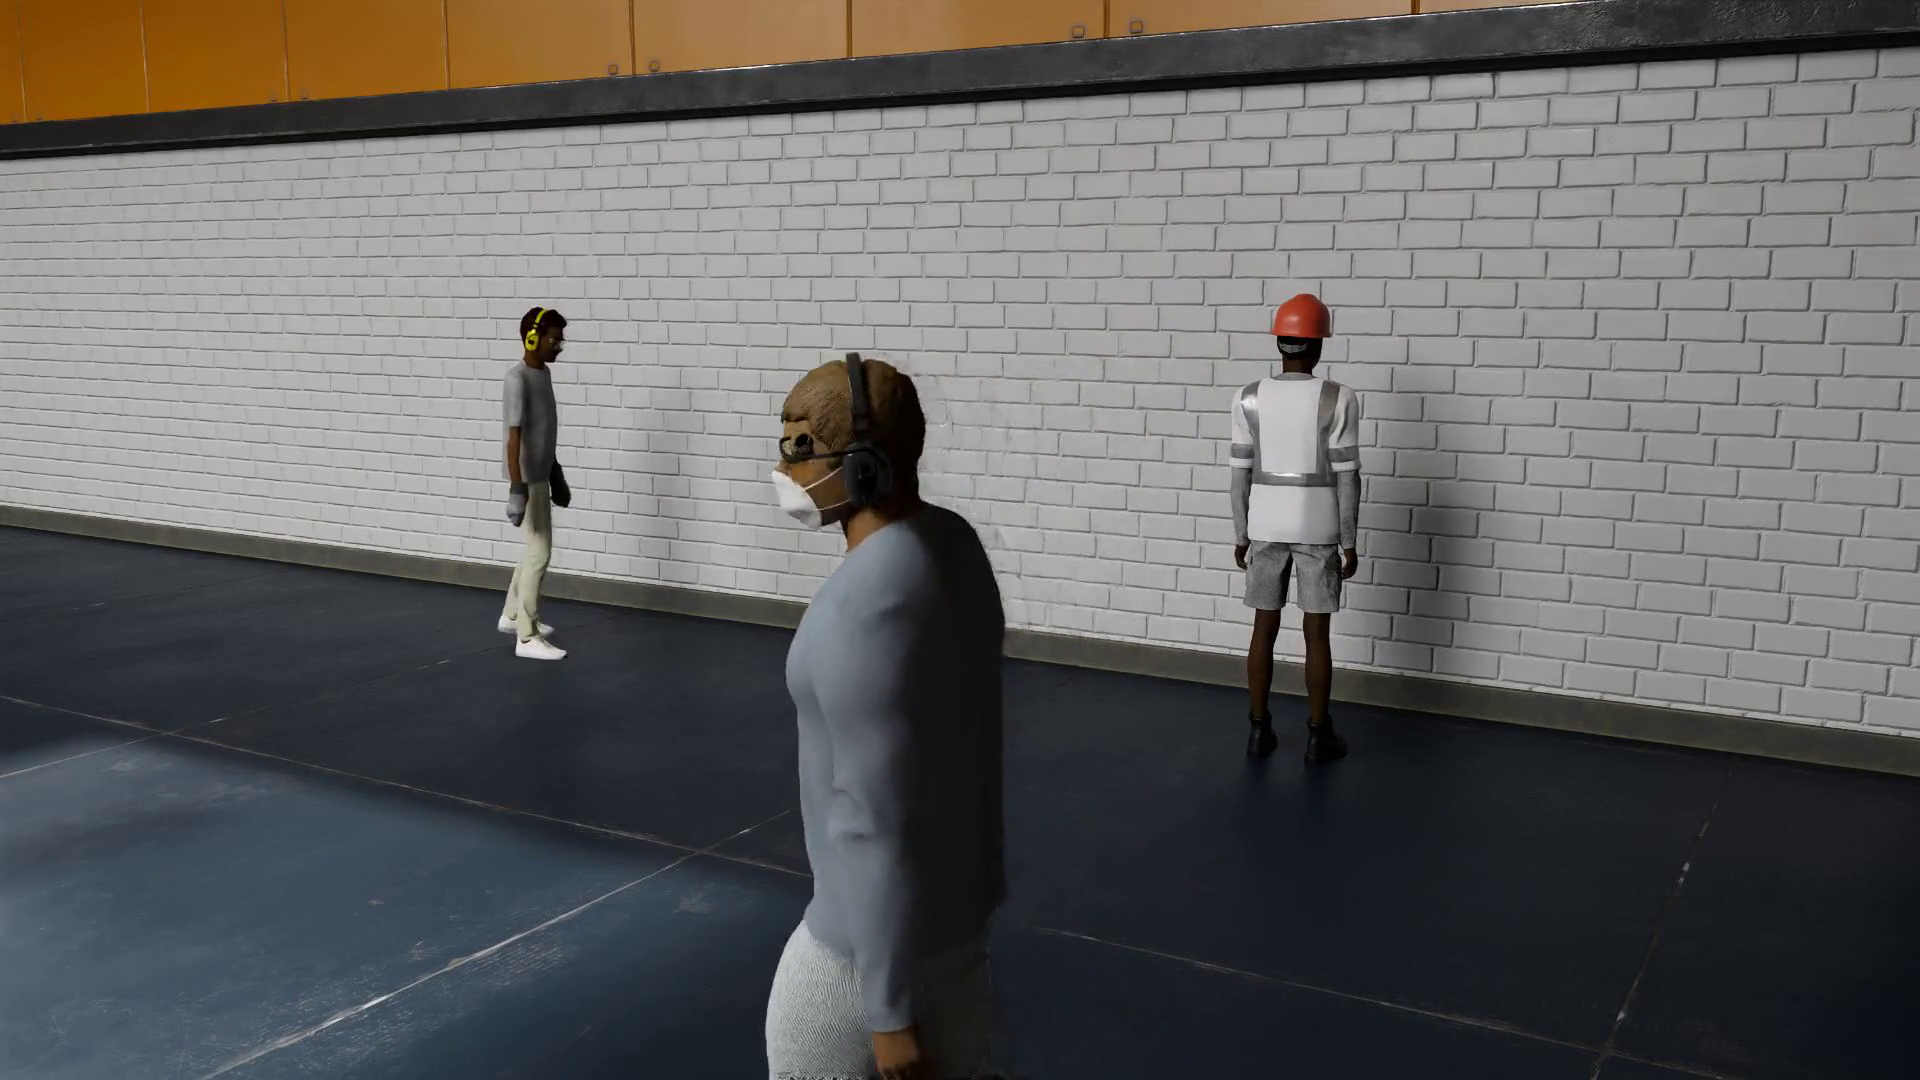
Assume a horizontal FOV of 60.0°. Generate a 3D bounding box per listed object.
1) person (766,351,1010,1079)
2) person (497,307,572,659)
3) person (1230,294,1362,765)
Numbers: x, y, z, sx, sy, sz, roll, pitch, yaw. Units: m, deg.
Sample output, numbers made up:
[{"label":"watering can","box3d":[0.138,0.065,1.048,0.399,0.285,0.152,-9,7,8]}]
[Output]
[{"label":"person","box3d":[-0.034,0.635,2.778,0.858,1.908,0.640,3,10,20]},{"label":"person","box3d":[-2.310,-0.307,8.856,0.535,1.844,0.740,0,9,1]},{"label":"person","box3d":[1.389,-0.041,6.892,0.543,1.940,0.361,4,10,26]}]
